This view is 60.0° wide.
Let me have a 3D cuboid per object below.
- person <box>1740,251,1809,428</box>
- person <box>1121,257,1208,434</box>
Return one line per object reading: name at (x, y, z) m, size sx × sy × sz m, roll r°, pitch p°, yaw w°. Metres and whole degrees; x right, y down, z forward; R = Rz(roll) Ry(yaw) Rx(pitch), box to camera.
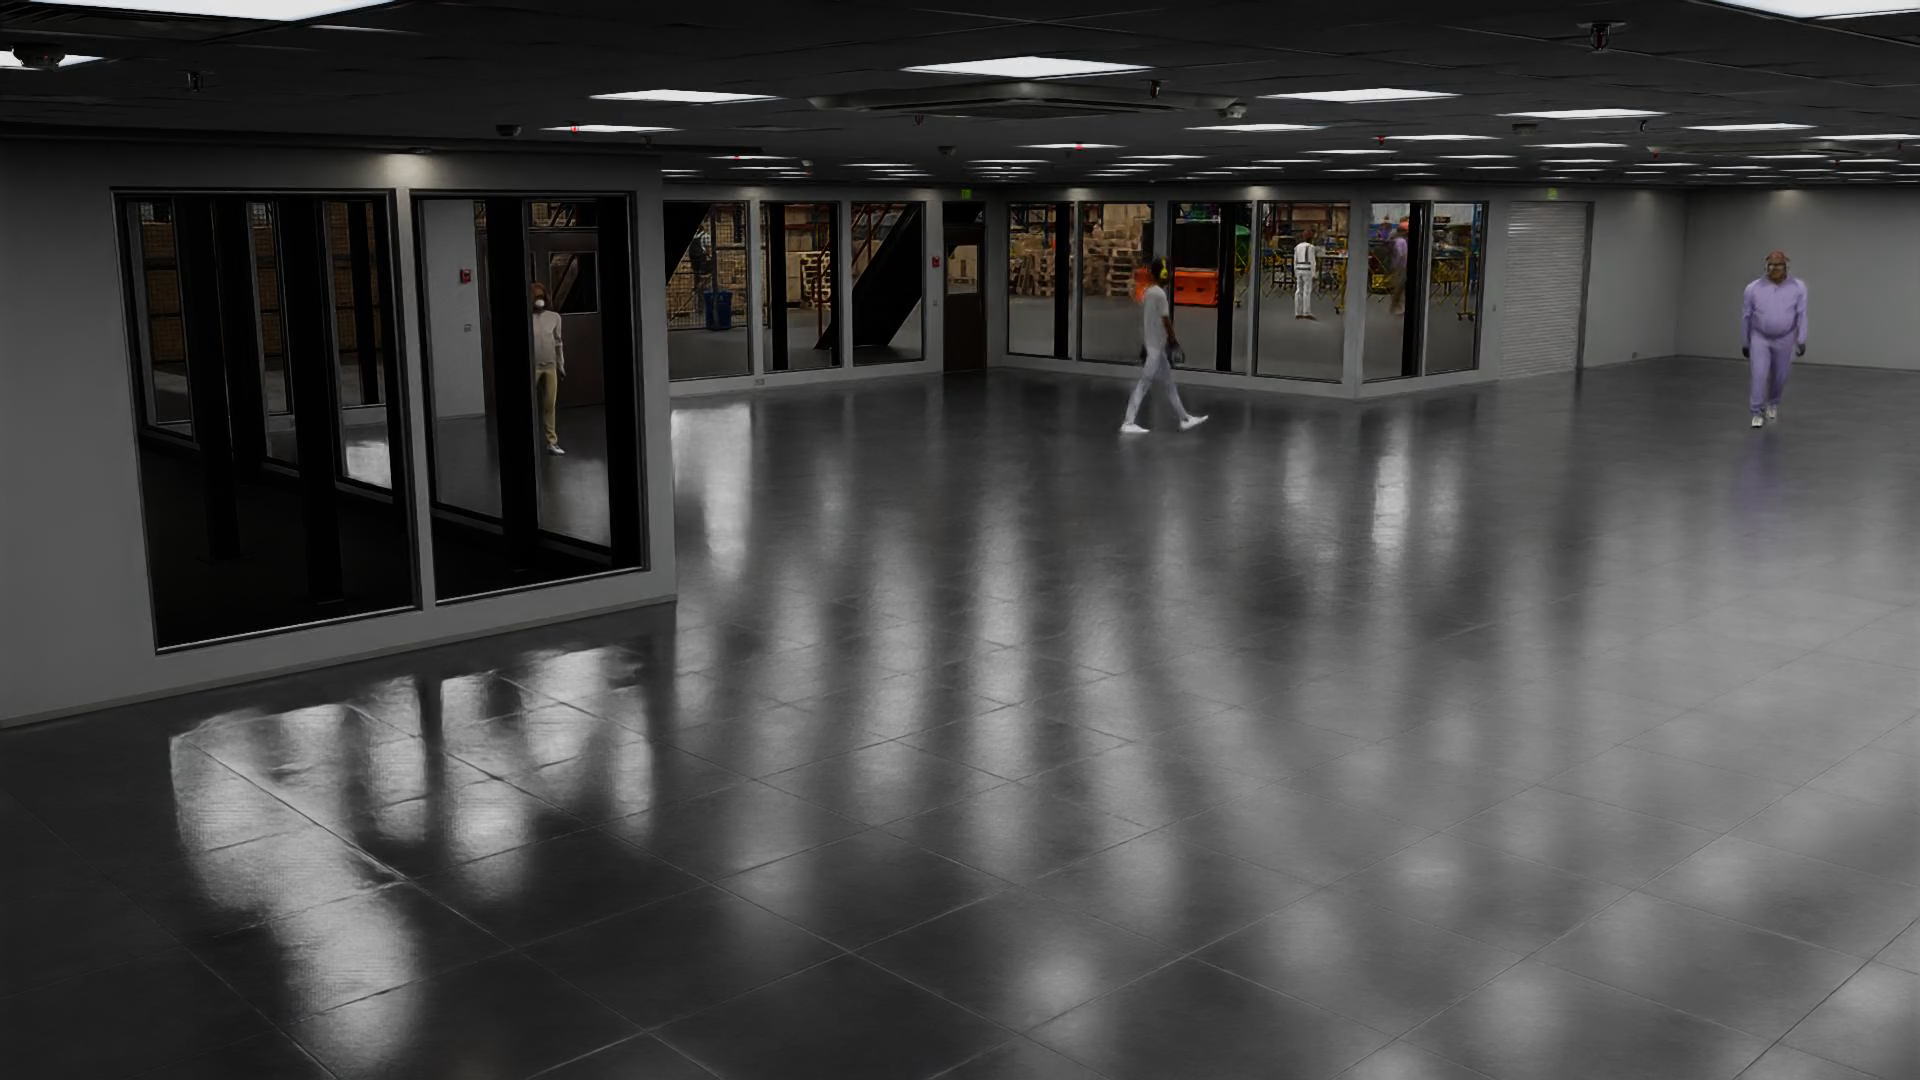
person at (8.750, -2.174, 17.922) m, size 0.646 × 1.878 × 0.802 m, roll 4°, pitch 12°, yaw 19°
person at (2.116, -1.997, 17.203) m, size 0.970 × 1.821 × 0.514 m, roll -1°, pitch 11°, yaw -4°
